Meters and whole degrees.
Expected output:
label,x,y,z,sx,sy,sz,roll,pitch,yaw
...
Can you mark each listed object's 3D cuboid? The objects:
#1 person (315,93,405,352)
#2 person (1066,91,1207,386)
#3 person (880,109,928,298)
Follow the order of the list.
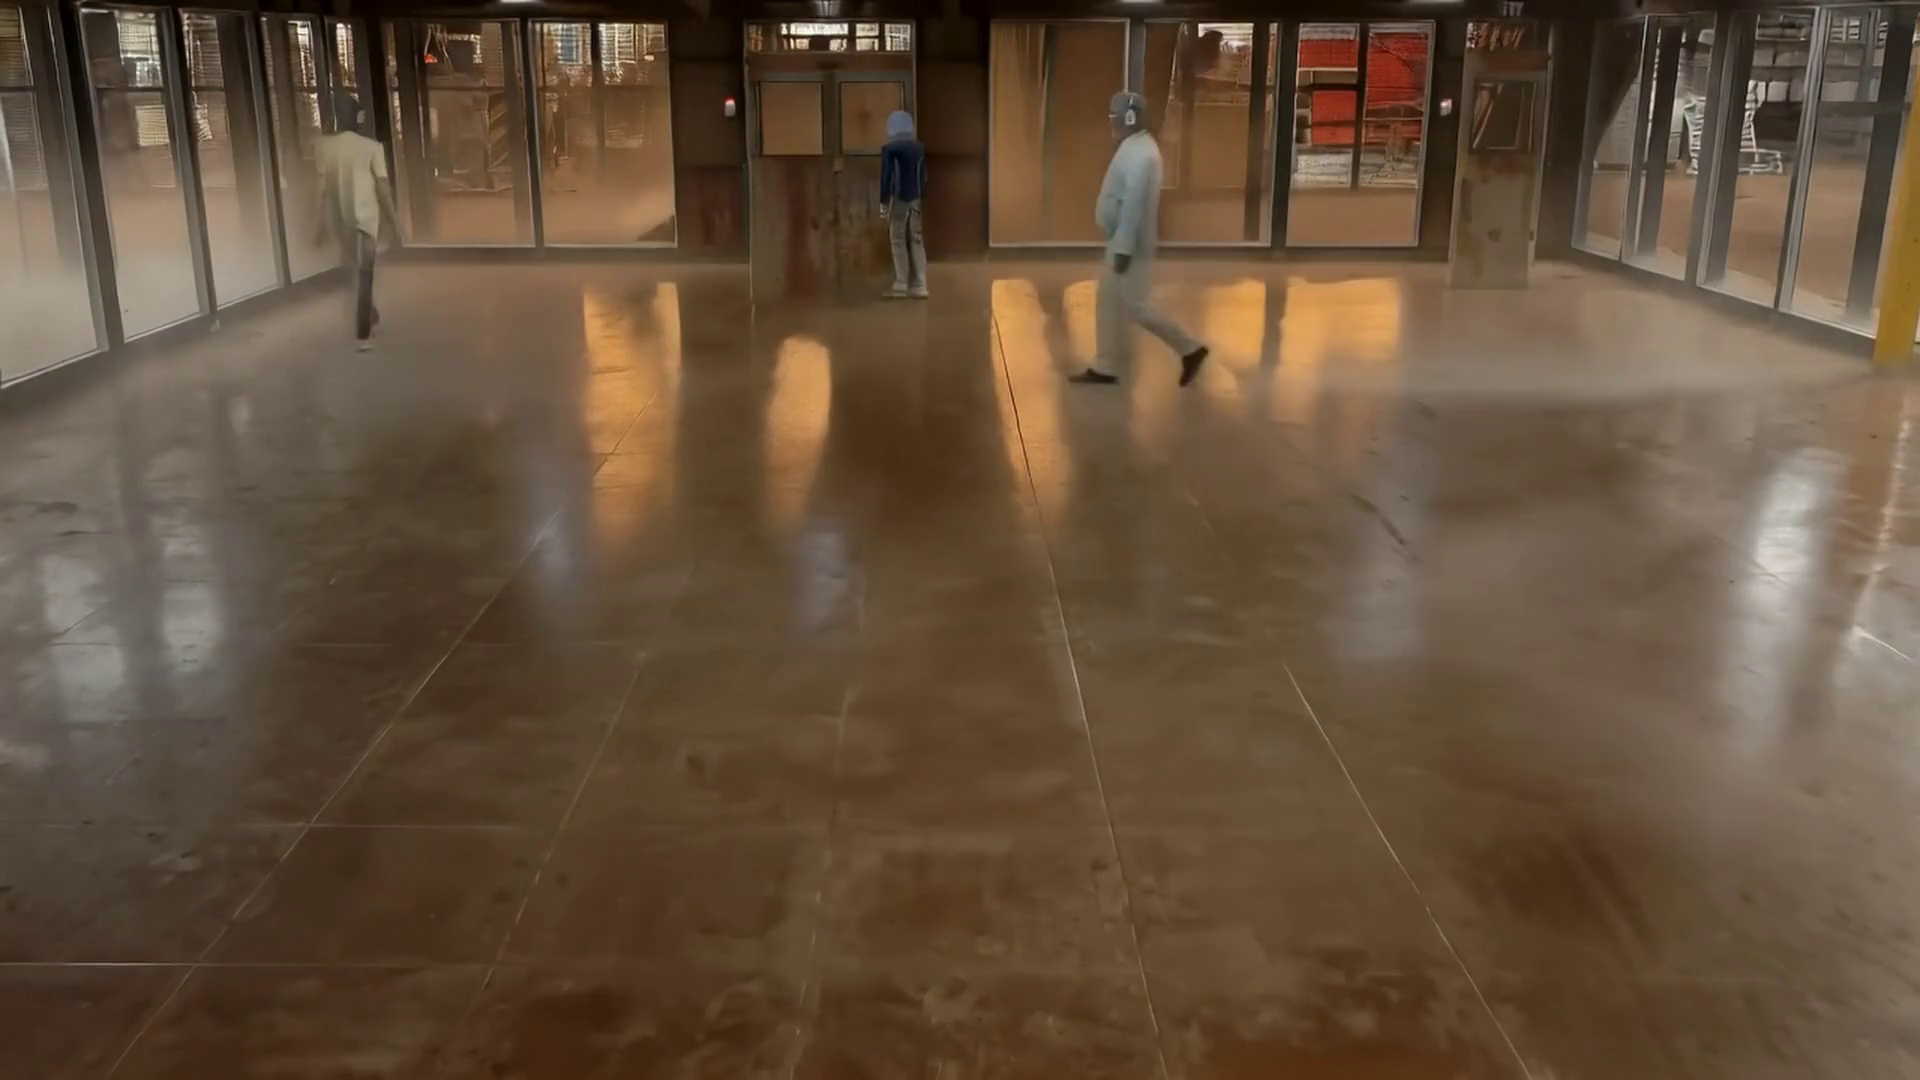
label,x,y,z,sx,sy,sz,roll,pitch,yaw
person,-4.375,-2.333,12.200,0.562,1.819,0.963,1,16,2
person,1.145,-1.899,10.617,0.811,1.878,0.650,-1,16,-2
person,-0.498,-2.951,14.642,0.498,1.628,0.283,-15,22,-41
